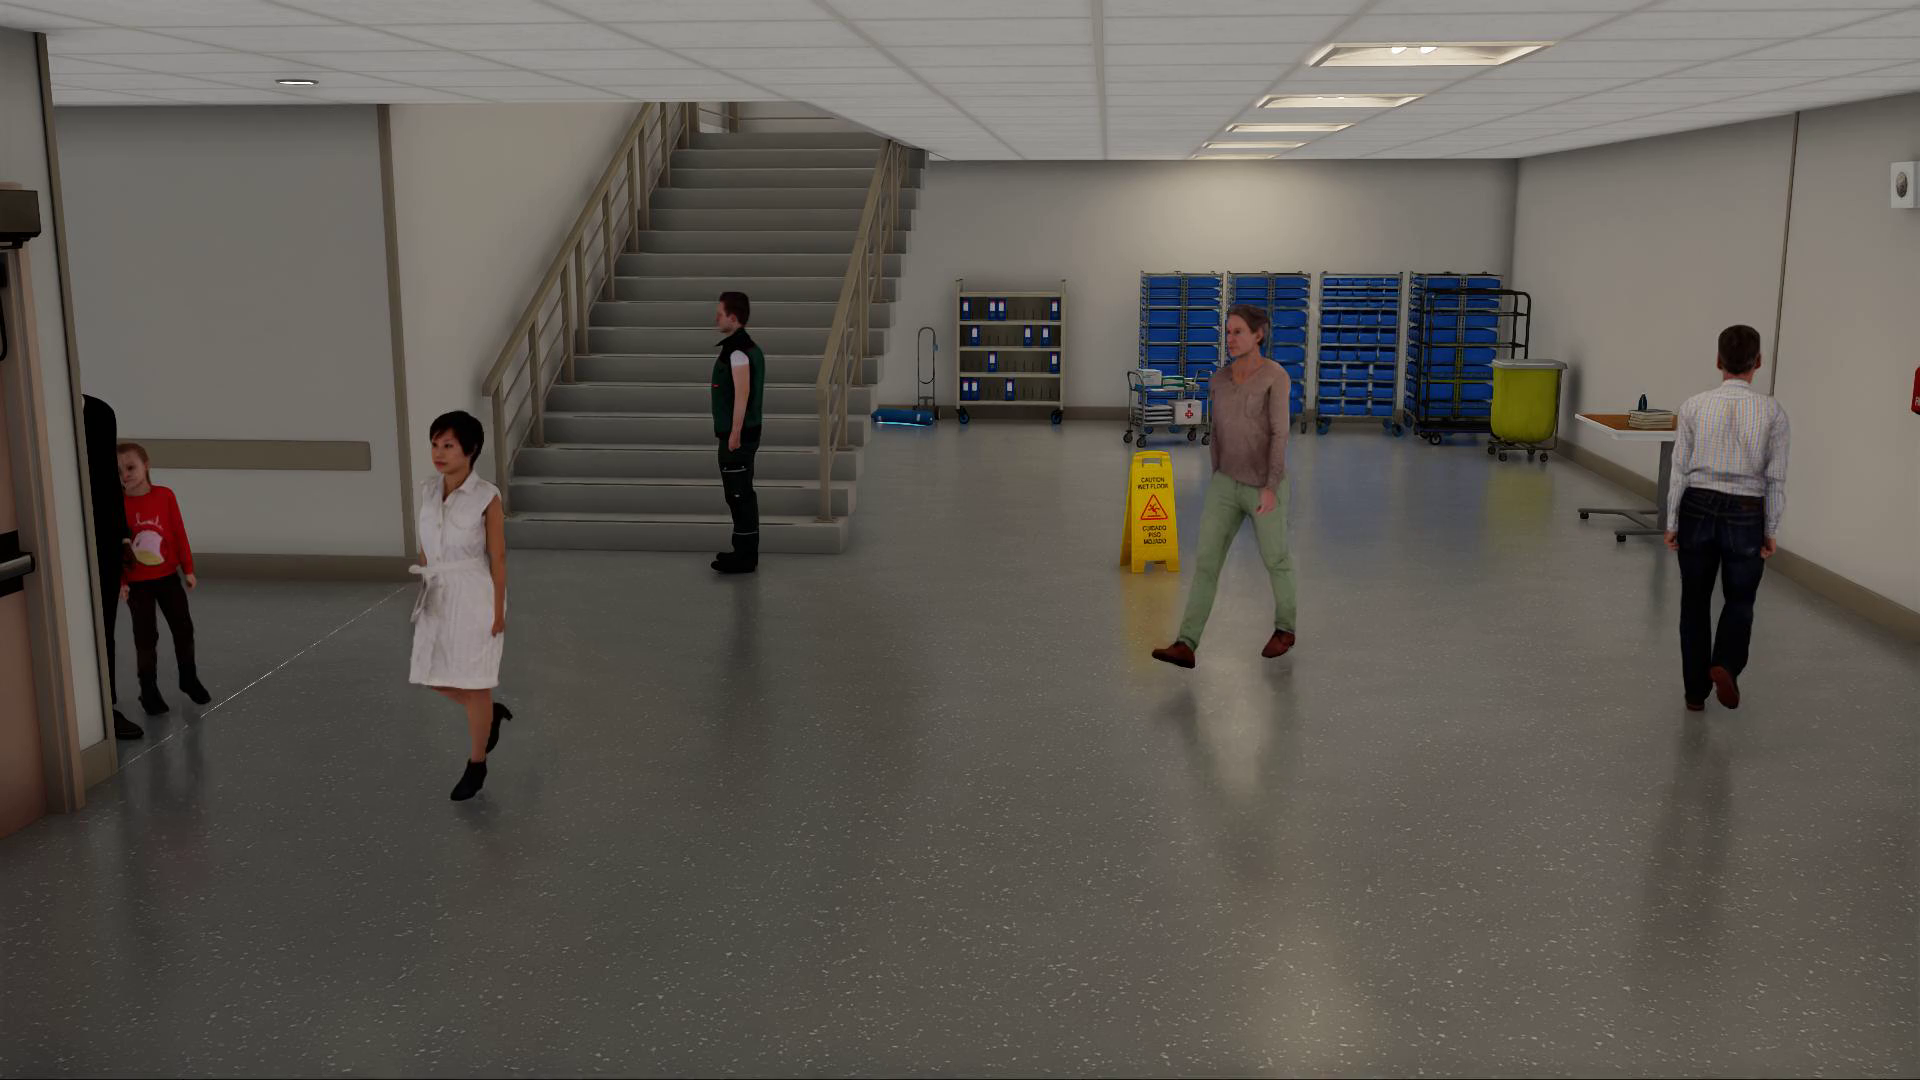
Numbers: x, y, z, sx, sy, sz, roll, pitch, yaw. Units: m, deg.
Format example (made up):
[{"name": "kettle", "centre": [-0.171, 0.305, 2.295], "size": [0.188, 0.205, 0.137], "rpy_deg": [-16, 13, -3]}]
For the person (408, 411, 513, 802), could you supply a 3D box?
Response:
[{"name": "person", "centre": [-1.952, 0.248, 6.662], "size": [0.677, 1.544, 0.819], "rpy_deg": [4, 12, 22]}]

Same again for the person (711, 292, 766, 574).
[{"name": "person", "centre": [-1.465, -0.713, 10.937], "size": [0.717, 1.839, 0.548], "rpy_deg": [0, 11, -1]}]

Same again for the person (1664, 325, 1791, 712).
[{"name": "person", "centre": [3.485, -0.067, 7.620], "size": [0.852, 1.805, 0.993], "rpy_deg": [5, 12, 27]}]

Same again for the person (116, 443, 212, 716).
[{"name": "person", "centre": [-3.815, 0.177, 7.783], "size": [0.691, 1.265, 0.615], "rpy_deg": [8, 13, 37]}]

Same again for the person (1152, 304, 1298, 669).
[{"name": "person", "centre": [1.535, -0.238, 8.486], "size": [1.152, 1.819, 1.338], "rpy_deg": [9, 14, 39]}]
